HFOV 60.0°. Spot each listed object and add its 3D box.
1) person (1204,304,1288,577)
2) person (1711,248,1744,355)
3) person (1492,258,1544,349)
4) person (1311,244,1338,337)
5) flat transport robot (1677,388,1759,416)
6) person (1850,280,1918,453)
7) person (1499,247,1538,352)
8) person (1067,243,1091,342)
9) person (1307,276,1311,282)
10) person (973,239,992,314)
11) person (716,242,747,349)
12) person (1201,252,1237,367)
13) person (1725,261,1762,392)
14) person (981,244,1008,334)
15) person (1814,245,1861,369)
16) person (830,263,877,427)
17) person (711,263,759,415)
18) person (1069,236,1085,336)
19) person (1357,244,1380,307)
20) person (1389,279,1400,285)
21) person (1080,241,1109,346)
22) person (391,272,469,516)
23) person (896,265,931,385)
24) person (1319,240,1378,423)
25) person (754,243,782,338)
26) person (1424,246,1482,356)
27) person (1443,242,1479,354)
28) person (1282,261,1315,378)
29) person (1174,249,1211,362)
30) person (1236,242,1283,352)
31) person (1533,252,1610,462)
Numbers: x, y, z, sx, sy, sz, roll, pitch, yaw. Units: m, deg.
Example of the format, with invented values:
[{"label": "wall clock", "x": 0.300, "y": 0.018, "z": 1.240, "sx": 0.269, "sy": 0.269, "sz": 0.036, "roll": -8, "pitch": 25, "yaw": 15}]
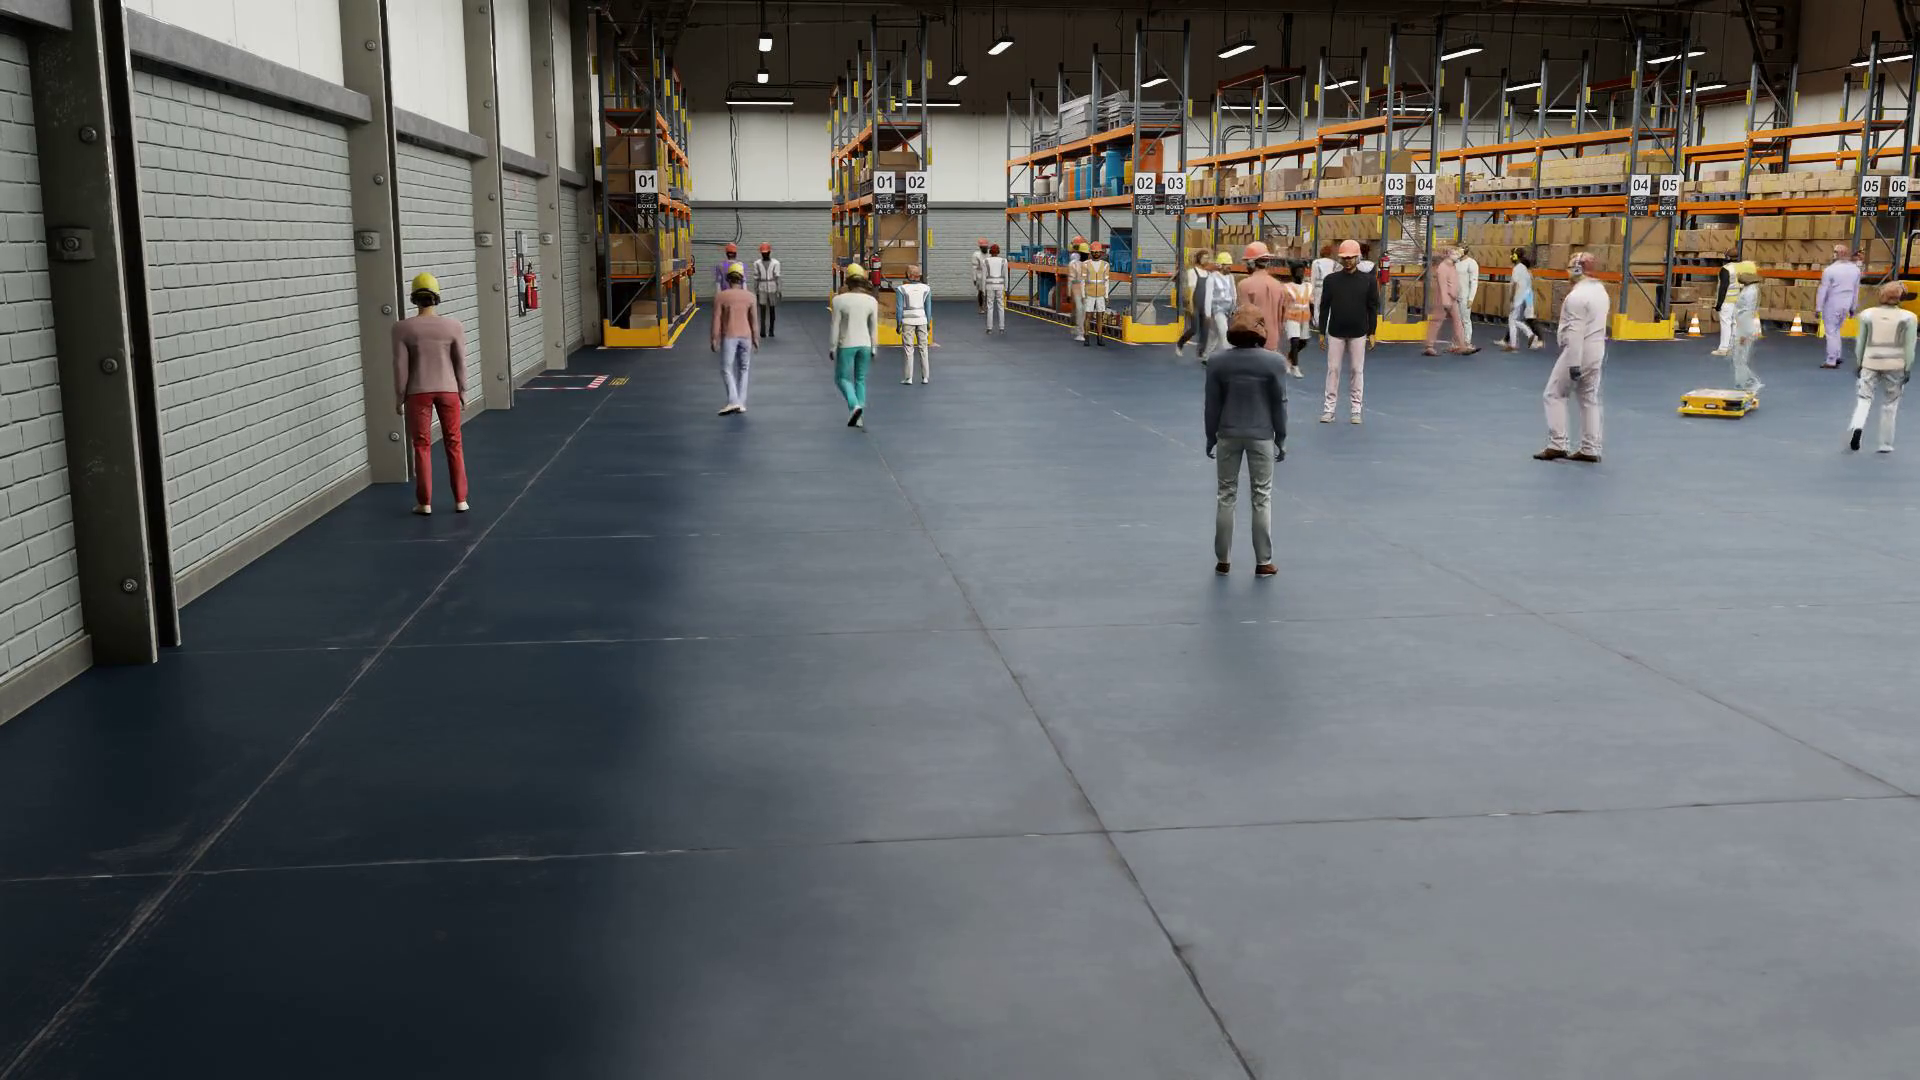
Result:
[{"label": "person", "x": 1.707, "y": -0.590, "z": 9.945, "sx": 0.499, "sy": 1.633, "sz": 0.279, "roll": 4, "pitch": 11, "yaw": 20}, {"label": "person", "x": 13.210, "y": -4.089, "z": 28.572, "sx": 0.619, "sy": 1.839, "sz": 0.430, "roll": -6, "pitch": 12, "yaw": -29}, {"label": "person", "x": 10.166, "y": -4.267, "z": 30.060, "sx": 0.882, "sy": 1.649, "sz": 0.536, "roll": 3, "pitch": 11, "yaw": 15}, {"label": "person", "x": 7.338, "y": -5.034, "z": 33.649, "sx": 0.619, "sy": 1.868, "sz": 0.428, "roll": -2, "pitch": 11, "yaw": -13}, {"label": "flat transport robot", "x": 8.761, "y": -1.595, "z": 19.190, "sx": 0.652, "sy": 0.197, "sz": 1.431, "roll": 7, "pitch": 12, "yaw": 32}, {"label": "person", "x": 8.603, "y": -1.604, "z": 15.512, "sx": 0.522, "sy": 1.621, "sz": 0.623, "roll": 9, "pitch": 14, "yaw": 41}, {"label": "person", "x": 9.830, "y": -4.206, "z": 29.175, "sx": 0.539, "sy": 1.851, "sz": 0.527, "roll": 7, "pitch": 12, "yaw": 34}, {"label": "person", "x": 2.420, "y": -4.764, "z": 32.099, "sx": 0.606, "sy": 1.891, "sz": 0.849, "roll": -4, "pitch": 11, "yaw": -20}, {"label": "person", "x": 10.766, "y": -8.067, "z": 50.447, "sx": 0.863, "sy": 1.833, "sz": 0.559, "roll": -8, "pitch": 13, "yaw": -37}, {"label": "person", "x": 0.635, "y": -6.830, "z": 43.223, "sx": 0.620, "sy": 1.973, "sz": 1.107, "roll": -1, "pitch": 10, "yaw": -8}, {"label": "person", "x": -4.129, "y": -4.412, "z": 30.094, "sx": 0.551, "sy": 1.924, "sz": 0.508, "roll": 0, "pitch": 10, "yaw": -1}, {"label": "person", "x": 4.053, "y": -3.502, "z": 25.498, "sx": 0.926, "sy": 1.784, "sz": 0.600, "roll": 9, "pitch": 14, "yaw": 41}, {"label": "person", "x": 9.625, "y": -2.561, "z": 20.452, "sx": 0.380, "sy": 1.731, "sz": 0.503, "roll": 4, "pitch": 11, "yaw": 22}, {"label": "person", "x": 0.726, "y": -5.260, "z": 34.865, "sx": 0.574, "sy": 1.883, "sz": 0.355, "roll": -1, "pitch": 10, "yaw": -7}, {"label": "person", "x": 13.483, "y": -3.597, "z": 25.705, "sx": 0.671, "sy": 1.892, "sz": 0.508, "roll": -3, "pitch": 11, "yaw": -16}, {"label": "person", "x": -1.108, "y": -2.045, "z": 17.604, "sx": 0.534, "sy": 1.753, "sz": 0.483, "roll": -5, "pitch": 11, "yaw": -25}, {"label": "person", "x": -2.565, "y": -2.306, "z": 19.105, "sx": 0.567, "sy": 1.731, "sz": 0.616, "roll": -5, "pitch": 11, "yaw": -24}, {"label": "person", "x": 2.431, "y": -5.231, "z": 34.265, "sx": 0.378, "sy": 2.044, "sz": 0.607, "roll": 1, "pitch": 10, "yaw": 5}, {"label": "person", "x": 7.334, "y": -4.409, "z": 30.146, "sx": 0.594, "sy": 1.895, "sz": 0.607, "roll": -7, "pitch": 13, "yaw": -36}, {"label": "person", "x": 13.425, "y": -8.322, "z": 51.527, "sx": 0.616, "sy": 1.932, "sz": 1.066, "roll": -3, "pitch": 11, "yaw": -15}, {"label": "person", "x": 2.512, "y": -4.567, "z": 30.914, "sx": 0.545, "sy": 1.938, "sz": 0.359, "roll": -1, "pitch": 10, "yaw": -8}, {"label": "person", "x": -3.864, "y": -1.060, "z": 12.158, "sx": 0.523, "sy": 1.769, "sz": 0.324, "roll": -5, "pitch": 11, "yaw": -24}, {"label": "person", "x": -0.637, "y": -2.951, "z": 22.869, "sx": 0.515, "sy": 1.641, "sz": 0.314, "roll": -4, "pitch": 11, "yaw": -21}, {"label": "person", "x": 4.215, "y": -2.260, "z": 18.107, "sx": 0.623, "sy": 1.992, "sz": 0.397, "roll": 4, "pitch": 11, "yaw": 19}, {"label": "person", "x": -3.887, "y": -5.039, "z": 33.612, "sx": 0.571, "sy": 1.885, "sz": 0.965, "roll": 0, "pitch": 10, "yaw": -2}, {"label": "person", "x": 8.349, "y": -4.027, "z": 28.146, "sx": 0.980, "sy": 1.855, "sz": 0.679, "roll": 8, "pitch": 13, "yaw": 37}, {"label": "person", "x": 8.684, "y": -4.184, "z": 28.809, "sx": 0.359, "sy": 1.938, "sz": 0.635, "roll": -4, "pitch": 11, "yaw": -22}, {"label": "person", "x": 4.846, "y": -3.195, "z": 24.091, "sx": 0.533, "sy": 1.677, "sz": 0.676, "roll": -4, "pitch": 11, "yaw": -19}, {"label": "person", "x": 3.813, "y": -3.783, "z": 26.915, "sx": 0.526, "sy": 1.830, "sz": 0.638, "roll": -8, "pitch": 13, "yaw": -36}, {"label": "person", "x": 2.871, "y": -1.937, "z": 16.391, "sx": 0.663, "sy": 1.969, "sz": 0.648, "roll": -7, "pitch": 13, "yaw": -34}, {"label": "person", "x": 5.530, "y": -1.648, "z": 15.056, "sx": 0.647, "sy": 1.882, "sz": 0.660, "roll": -9, "pitch": 14, "yaw": -42}]
